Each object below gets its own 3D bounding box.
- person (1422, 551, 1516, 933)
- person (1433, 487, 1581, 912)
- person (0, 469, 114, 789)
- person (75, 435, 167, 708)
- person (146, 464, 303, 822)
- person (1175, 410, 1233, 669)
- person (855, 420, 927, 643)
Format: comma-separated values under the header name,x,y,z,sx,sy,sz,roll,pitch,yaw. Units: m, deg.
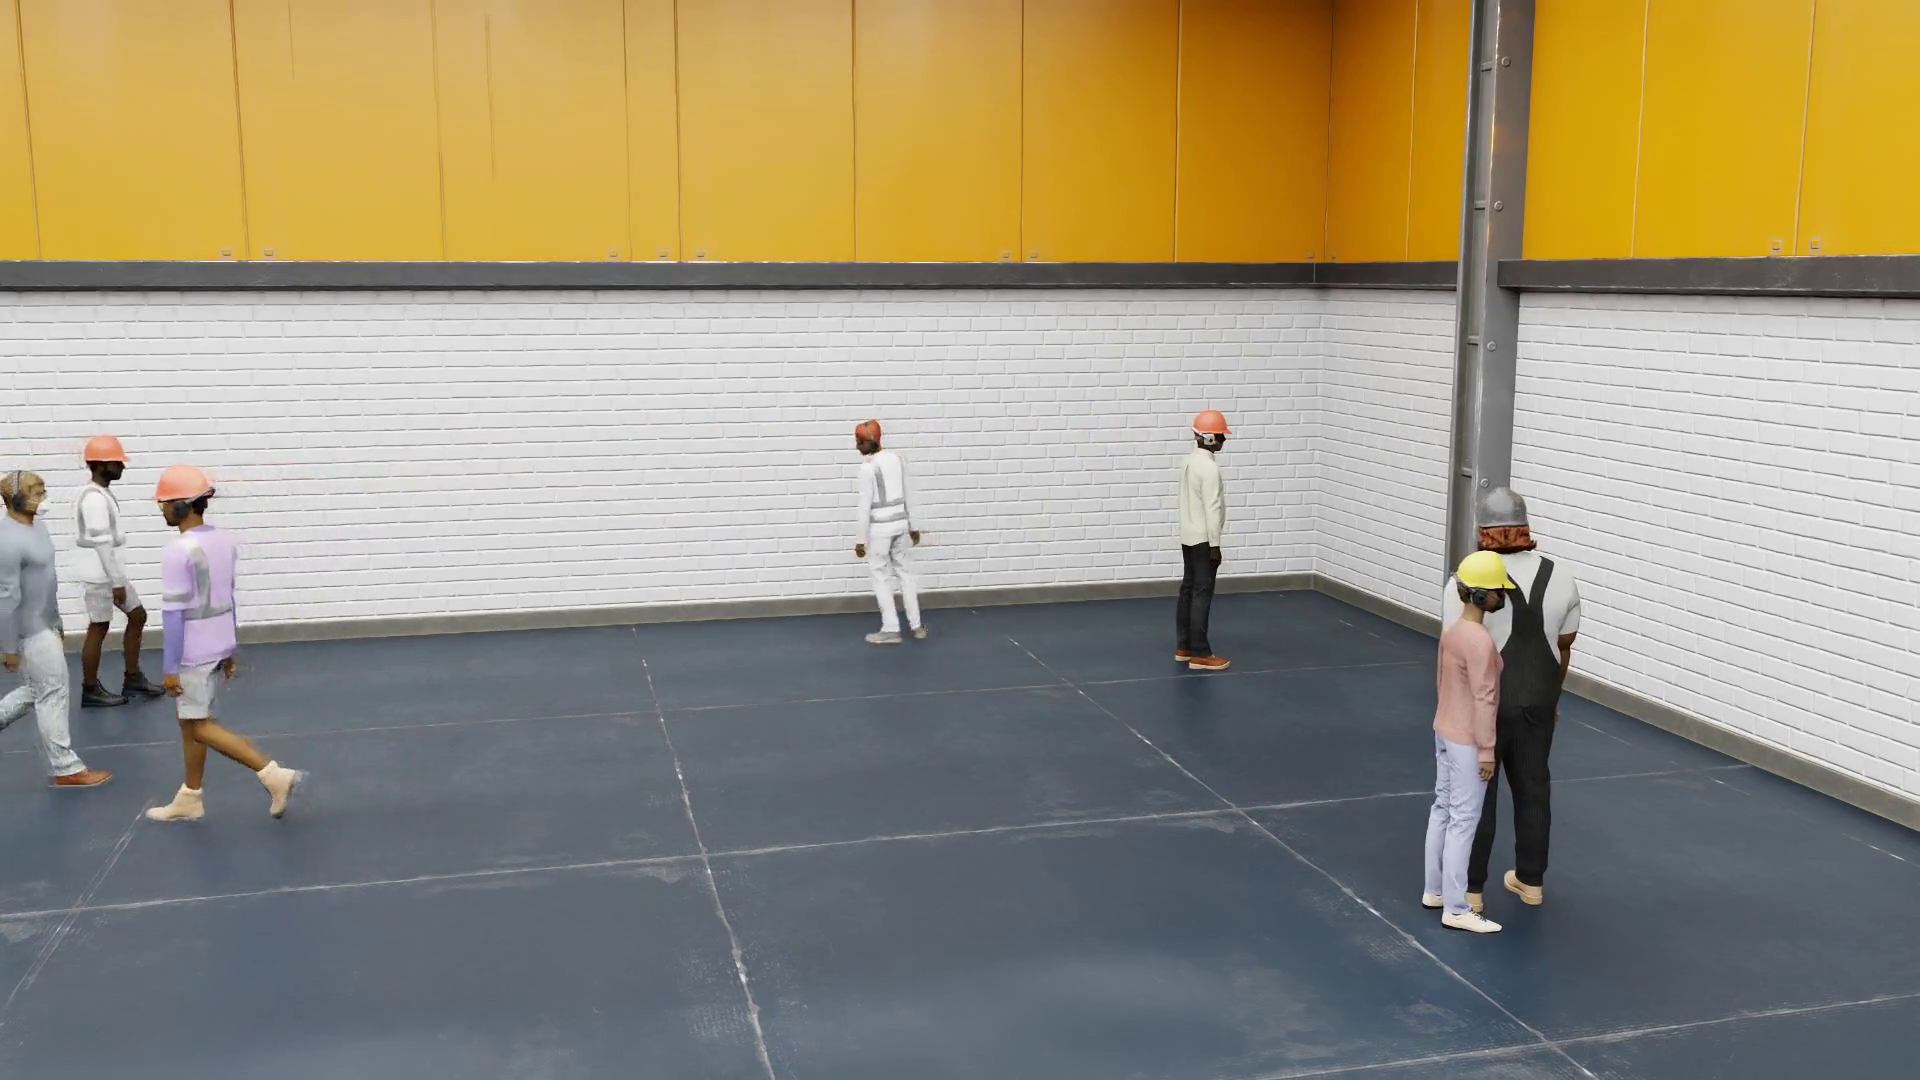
name,x,y,z,sx,sy,sz,roll,pitch,yaw
person,2.376,0.921,7.727,0.324,1.767,0.533,0,9,-2
person,2.554,0.747,7.957,0.674,2.000,0.533,-2,9,-13
person,-5.473,0.534,9.682,0.793,1.921,0.637,-3,10,-18
person,-5.865,0.221,11.615,0.704,1.912,0.581,-4,10,-21
person,-4.059,0.589,9.050,0.868,2.018,0.616,0,9,1
person,1.885,-0.011,12.830,0.397,1.992,0.623,-2,9,-13
person,-0.565,-0.069,13.662,0.431,1.847,0.718,7,11,35
